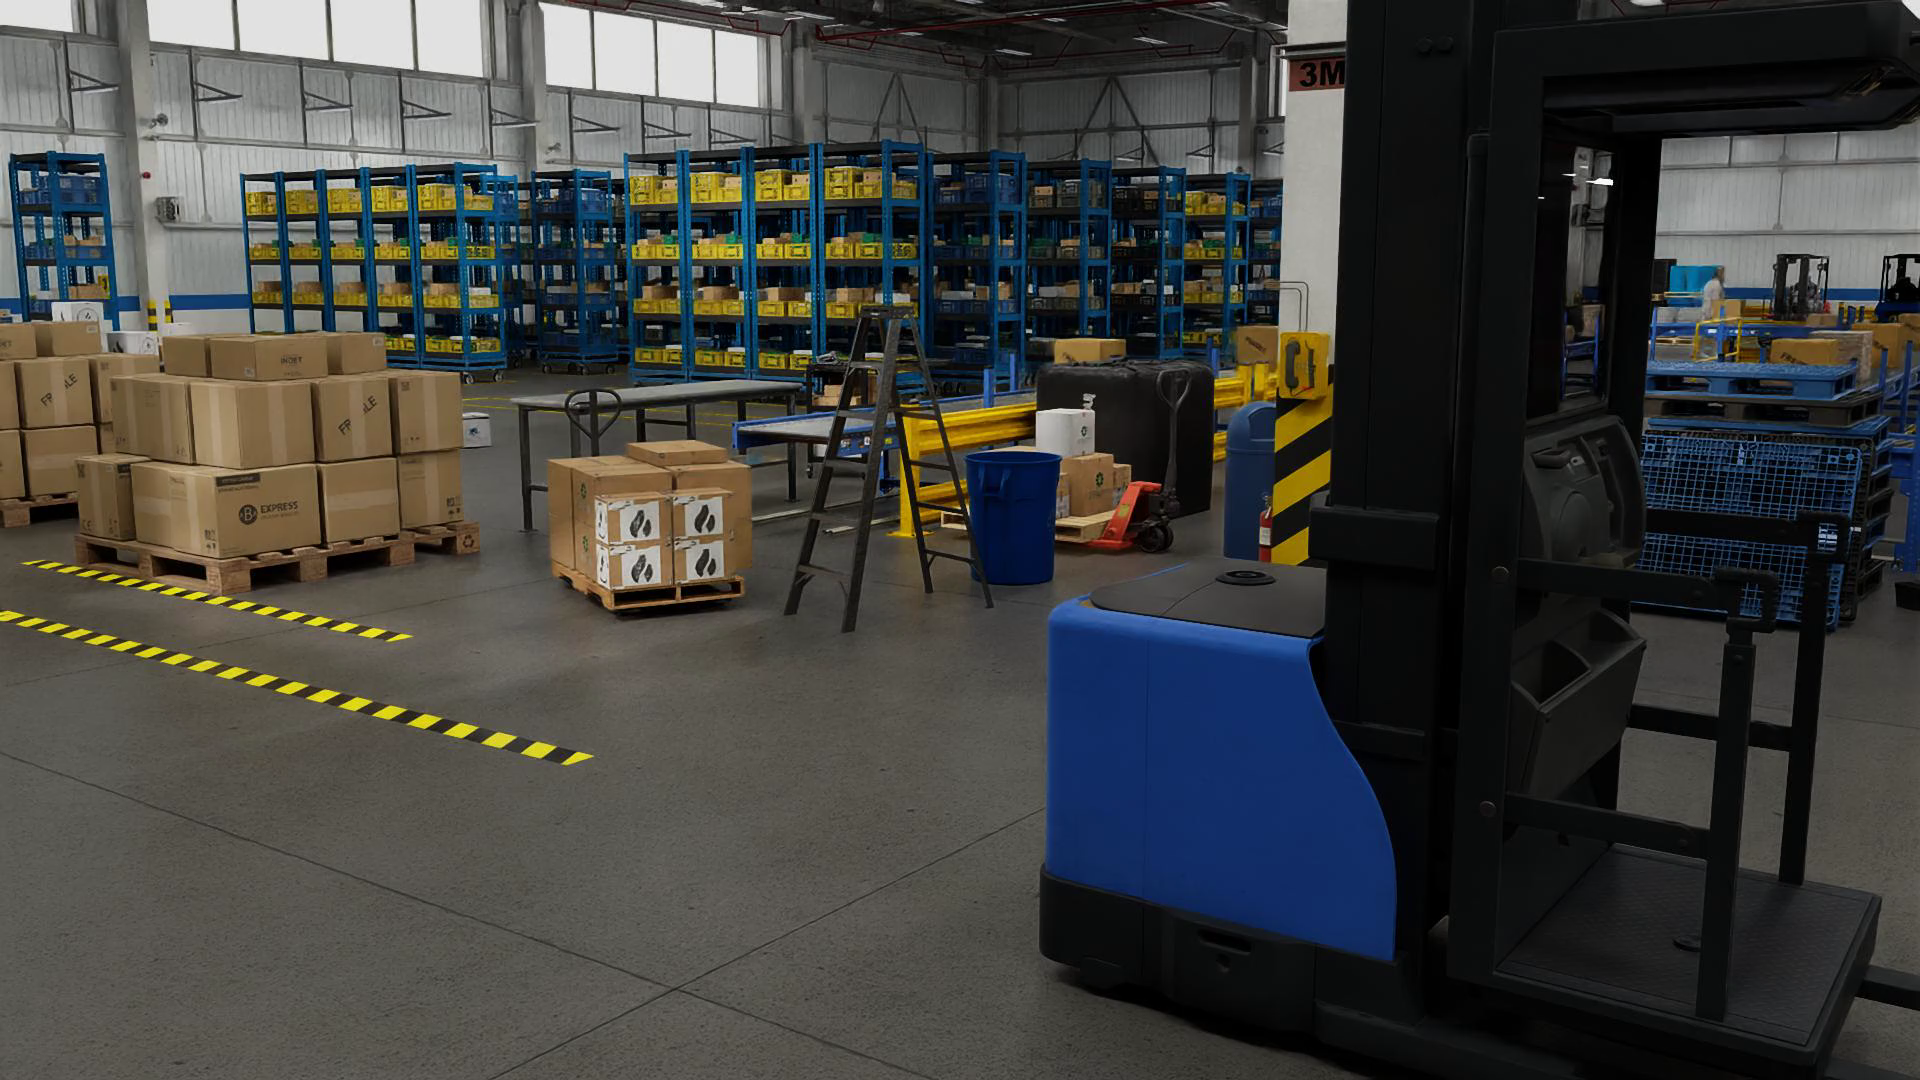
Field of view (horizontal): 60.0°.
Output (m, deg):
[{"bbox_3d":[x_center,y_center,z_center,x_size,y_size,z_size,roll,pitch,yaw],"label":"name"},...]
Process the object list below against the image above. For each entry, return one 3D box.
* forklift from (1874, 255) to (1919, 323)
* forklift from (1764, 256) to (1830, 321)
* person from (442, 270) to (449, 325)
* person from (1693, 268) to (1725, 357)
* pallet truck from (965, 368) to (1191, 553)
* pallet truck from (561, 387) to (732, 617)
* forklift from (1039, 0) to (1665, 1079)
[{"bbox_3d":[22.089,-5.634,38.796,1.157,1.987,2.680,6,11,33],"label":"forklift"},{"bbox_3d":[20.253,-5.854,40.139,1.157,1.987,2.680,7,12,35],"label":"forklift"},{"bbox_3d":[-11.307,-5.037,36.654,0.595,1.828,0.442,8,12,39],"label":"person"},{"bbox_3d":[15.873,-4.751,34.830,0.916,1.867,0.667,0,10,1],"label":"person"},{"bbox_3d":[0.845,-0.609,11.869,1.630,1.274,0.653,7,12,35],"label":"pallet truck"},{"bbox_3d":[-1.981,-0.274,10.088,0.680,1.201,1.601,-5,11,-28],"label":"pallet truck"},{"bbox_3d":[1.249,-0.137,4.360,1.873,2.768,1.129,7,12,35],"label":"forklift"}]
